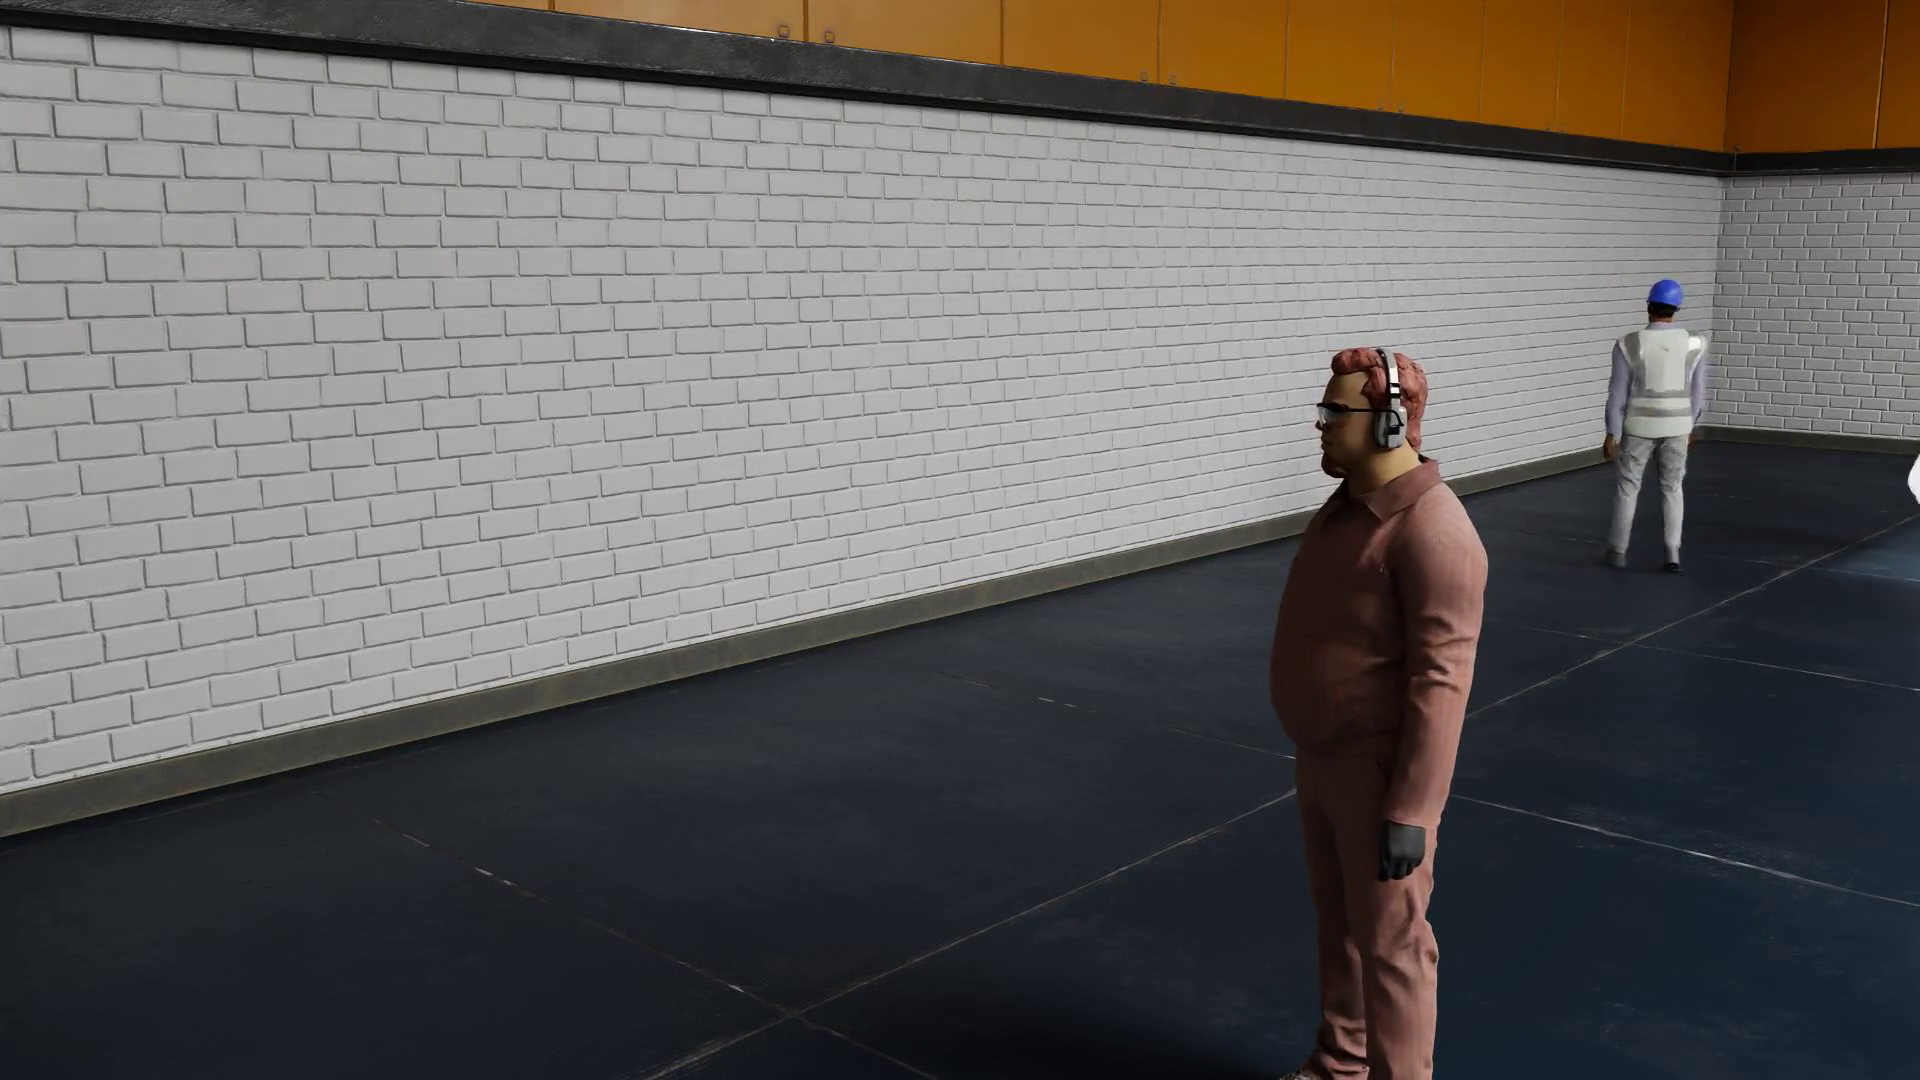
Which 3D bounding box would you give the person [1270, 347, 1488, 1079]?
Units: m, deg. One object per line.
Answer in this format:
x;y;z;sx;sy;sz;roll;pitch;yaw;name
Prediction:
0.907;0.518;3.809;0.406;1.910;0.639;-1;10;-8;person

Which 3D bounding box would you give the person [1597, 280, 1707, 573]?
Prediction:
4.557;-0.736;10.949;0.638;1.925;0.604;1;10;7;person

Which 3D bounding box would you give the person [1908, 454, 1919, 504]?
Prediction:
6.786;-0.678;11.433;0.374;1.628;0.519;2;10;11;person
